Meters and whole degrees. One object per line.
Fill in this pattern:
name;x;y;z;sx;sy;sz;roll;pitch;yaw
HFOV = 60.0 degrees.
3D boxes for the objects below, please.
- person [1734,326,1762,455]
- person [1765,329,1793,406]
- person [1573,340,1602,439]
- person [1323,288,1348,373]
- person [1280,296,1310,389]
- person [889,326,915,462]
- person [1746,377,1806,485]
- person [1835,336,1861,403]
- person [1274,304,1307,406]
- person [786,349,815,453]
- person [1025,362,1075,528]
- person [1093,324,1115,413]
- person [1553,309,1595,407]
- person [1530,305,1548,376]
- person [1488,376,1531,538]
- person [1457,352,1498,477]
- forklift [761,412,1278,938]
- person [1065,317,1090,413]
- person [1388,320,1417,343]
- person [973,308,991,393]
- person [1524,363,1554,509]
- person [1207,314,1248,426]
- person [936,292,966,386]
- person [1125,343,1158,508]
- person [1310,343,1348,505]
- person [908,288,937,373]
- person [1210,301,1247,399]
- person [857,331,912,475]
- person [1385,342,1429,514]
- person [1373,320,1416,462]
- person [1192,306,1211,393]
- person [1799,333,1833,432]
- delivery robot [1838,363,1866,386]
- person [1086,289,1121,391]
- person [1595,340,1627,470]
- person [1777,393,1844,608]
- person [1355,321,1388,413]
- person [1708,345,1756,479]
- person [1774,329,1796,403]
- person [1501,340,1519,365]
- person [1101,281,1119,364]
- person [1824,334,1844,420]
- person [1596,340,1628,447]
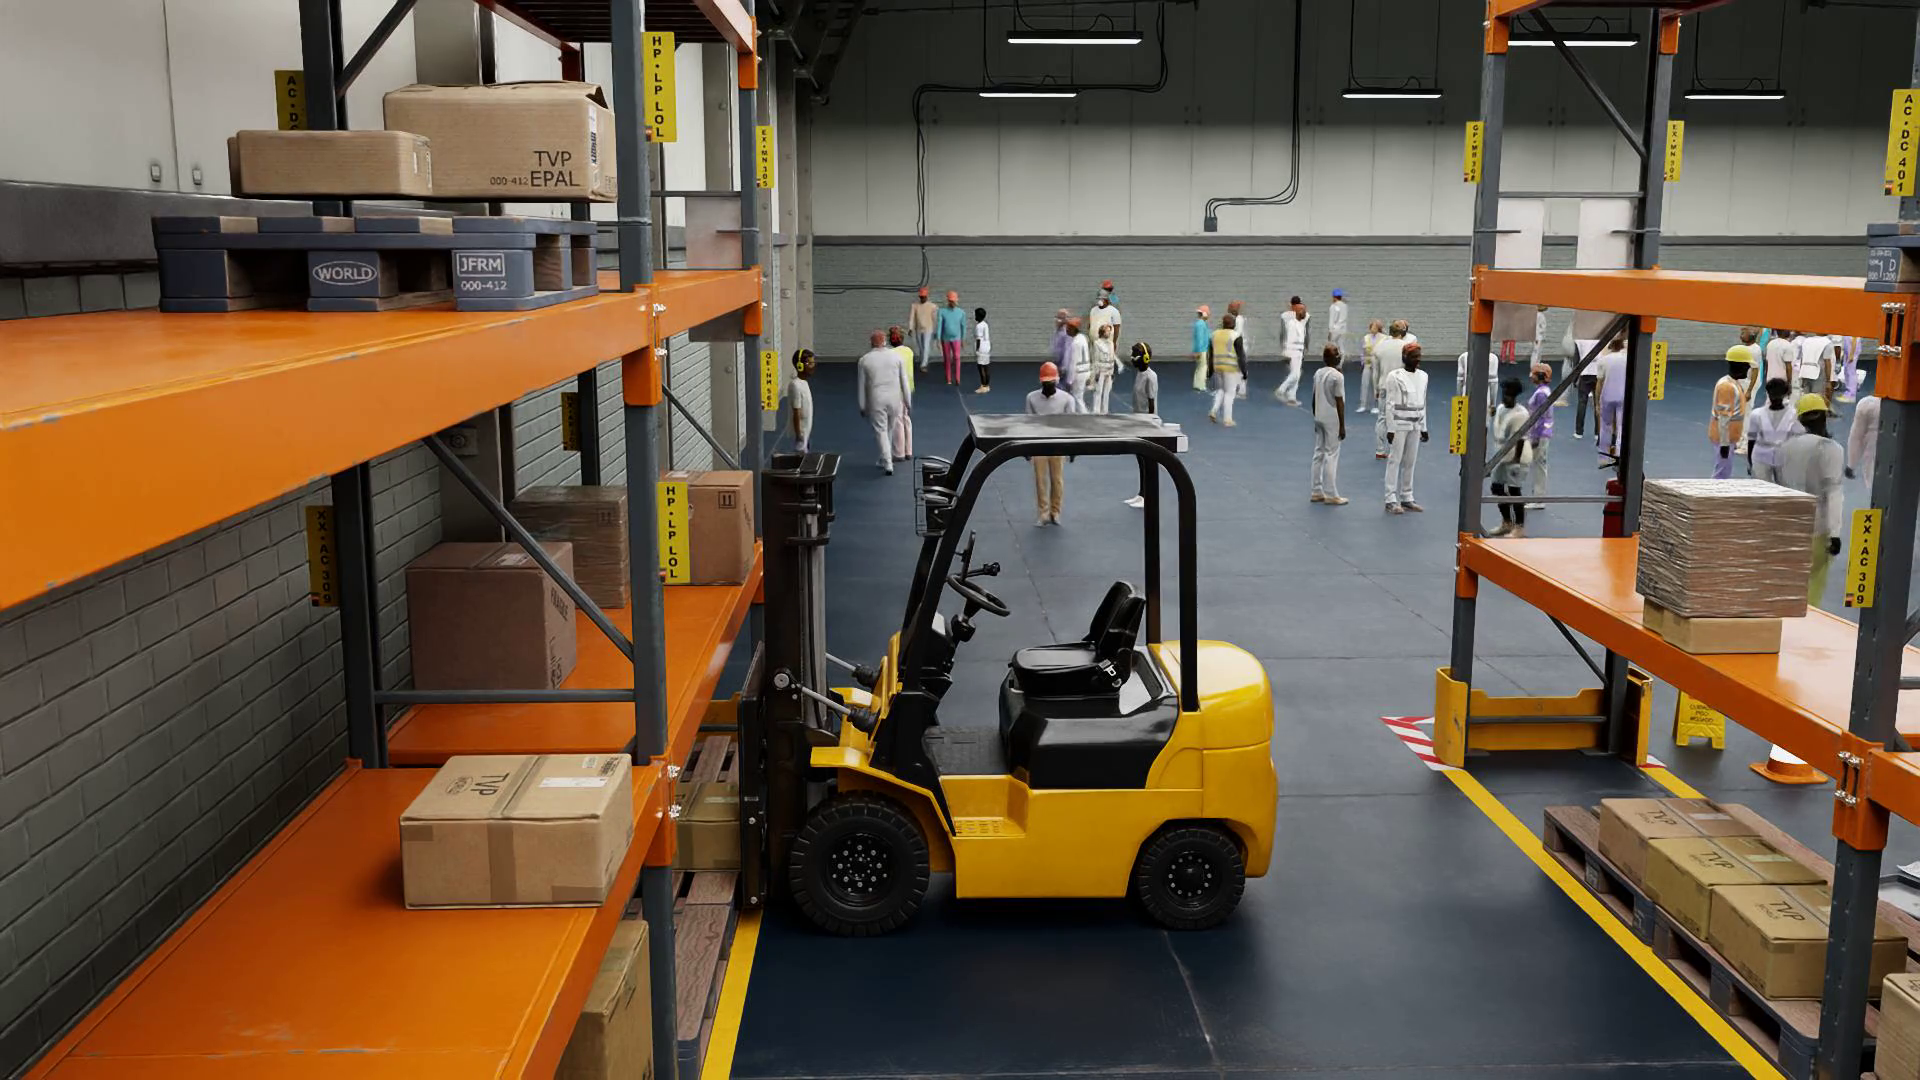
person;11.071;-2.122;23.424;0.346;1.847;0.506;2;10;11
person;12.040;-2.303;24.434;0.345;1.847;0.506;-2;10;-12
person;9.631;-2.489;25.298;0.592;1.910;0.378;4;11;22
person;8.563;-4.760;37.880;0.639;1.926;0.461;-9;13;-40
person;6.801;-4.004;33.771;0.589;1.898;0.553;2;10;10
person;-0.816;-1.980;22.634;0.374;1.843;0.574;5;11;24
person;8.059;-0.791;16.476;0.537;1.673;0.671;5;11;27
person;16.599;-3.478;31.025;0.350;1.838;0.501;2;10;11
person;6.098;-3.379;30.362;0.455;1.863;0.610;6;12;30
person;-1.658;-1.075;17.523;0.332;1.872;0.514;0;10;2
person;0.941;-1.003;17.480;0.582;1.741;0.481;4;11;20
person;2.363;-2.729;27.372;0.308;1.644;0.511;8;13;38
person;11.280;-3.420;30.111;0.939;2.000;0.677;-1;10;-8
person;12.893;-4.501;36.972;0.302;1.744;0.486;7;12;34
person;5.500;-0.807;16.571;0.440;1.662;0.550;-3;11;-14
person;6.600;-1.768;21.192;0.371;1.939;0.543;-9;14;-42
forklift;0.291;0.548;7.580;2.313;2.155;1.214;0;10;-2
person;1.810;-2.484;25.435;0.442;1.845;0.633;2;10;9
person;7.747;-3.048;29.192;0.513;1.630;0.318;5;11;25
person;0.436;-3.749;32.931;0.323;1.687;0.543;3;11;16
person;6.491;-1.164;18.659;0.309;1.641;0.515;3;11;18
person;4.335;-2.755;27.015;0.443;1.825;0.647;-8;13;-39
person;-0.185;-4.175;34.605;0.629;1.931;1.060;0;10;-2
person;2.060;-1.295;18.788;0.335;1.860;0.508;-2;10;-10
person;4.218;-1.320;18.956;0.338;1.845;0.514;-5;11;-25
person;-0.848;-4.790;38.051;0.597;1.930;1.075;3;11;16
person;5.106;-3.605;31.642;0.818;1.854;0.582;0;10;1
person;-0.984;-1.773;21.539;0.684;1.843;1.015;-4;11;-20
person;4.943;-1.237;18.393;0.573;1.883;0.355;-6;12;-29
person;5.906;-2.025;22.652;0.628;1.933;0.368;9;13;40
person;4.822;-3.785;33.042;0.407;1.724;0.566;0;10;1
person;12.813;-2.391;24.928;0.396;1.843;0.564;-2;10;-13
delivery robot;17.742;-3.301;33.330;0.707;0.478;0.477;3;11;15
person;2.841;-4.014;33.421;0.673;2.000;0.536;7;12;34
person;8.628;-1.831;21.893;0.525;1.815;0.816;3;11;18
person;6.120;-0.101;12.049;0.375;1.890;0.669;-2;10;-9
person;7.173;-2.999;28.949;0.548;1.603;0.669;9;14;41
person;8.053;-1.077;17.410;0.393;1.921;0.590;6;12;31
person;15.346;-3.481;31.028;0.396;1.837;0.585;-2;10;-9
person;13.451;-5.155;40.570;0.327;1.760;0.523;-5;11;-26
person;3.599;-5.303;40.601;0.379;2.041;0.614;10;14;43
person;14.714;-3.019;28.091;0.367;1.964;0.604;0;10;0
person;9.576;-2.303;24.215;0.543;1.931;0.388;-3;11;-18
